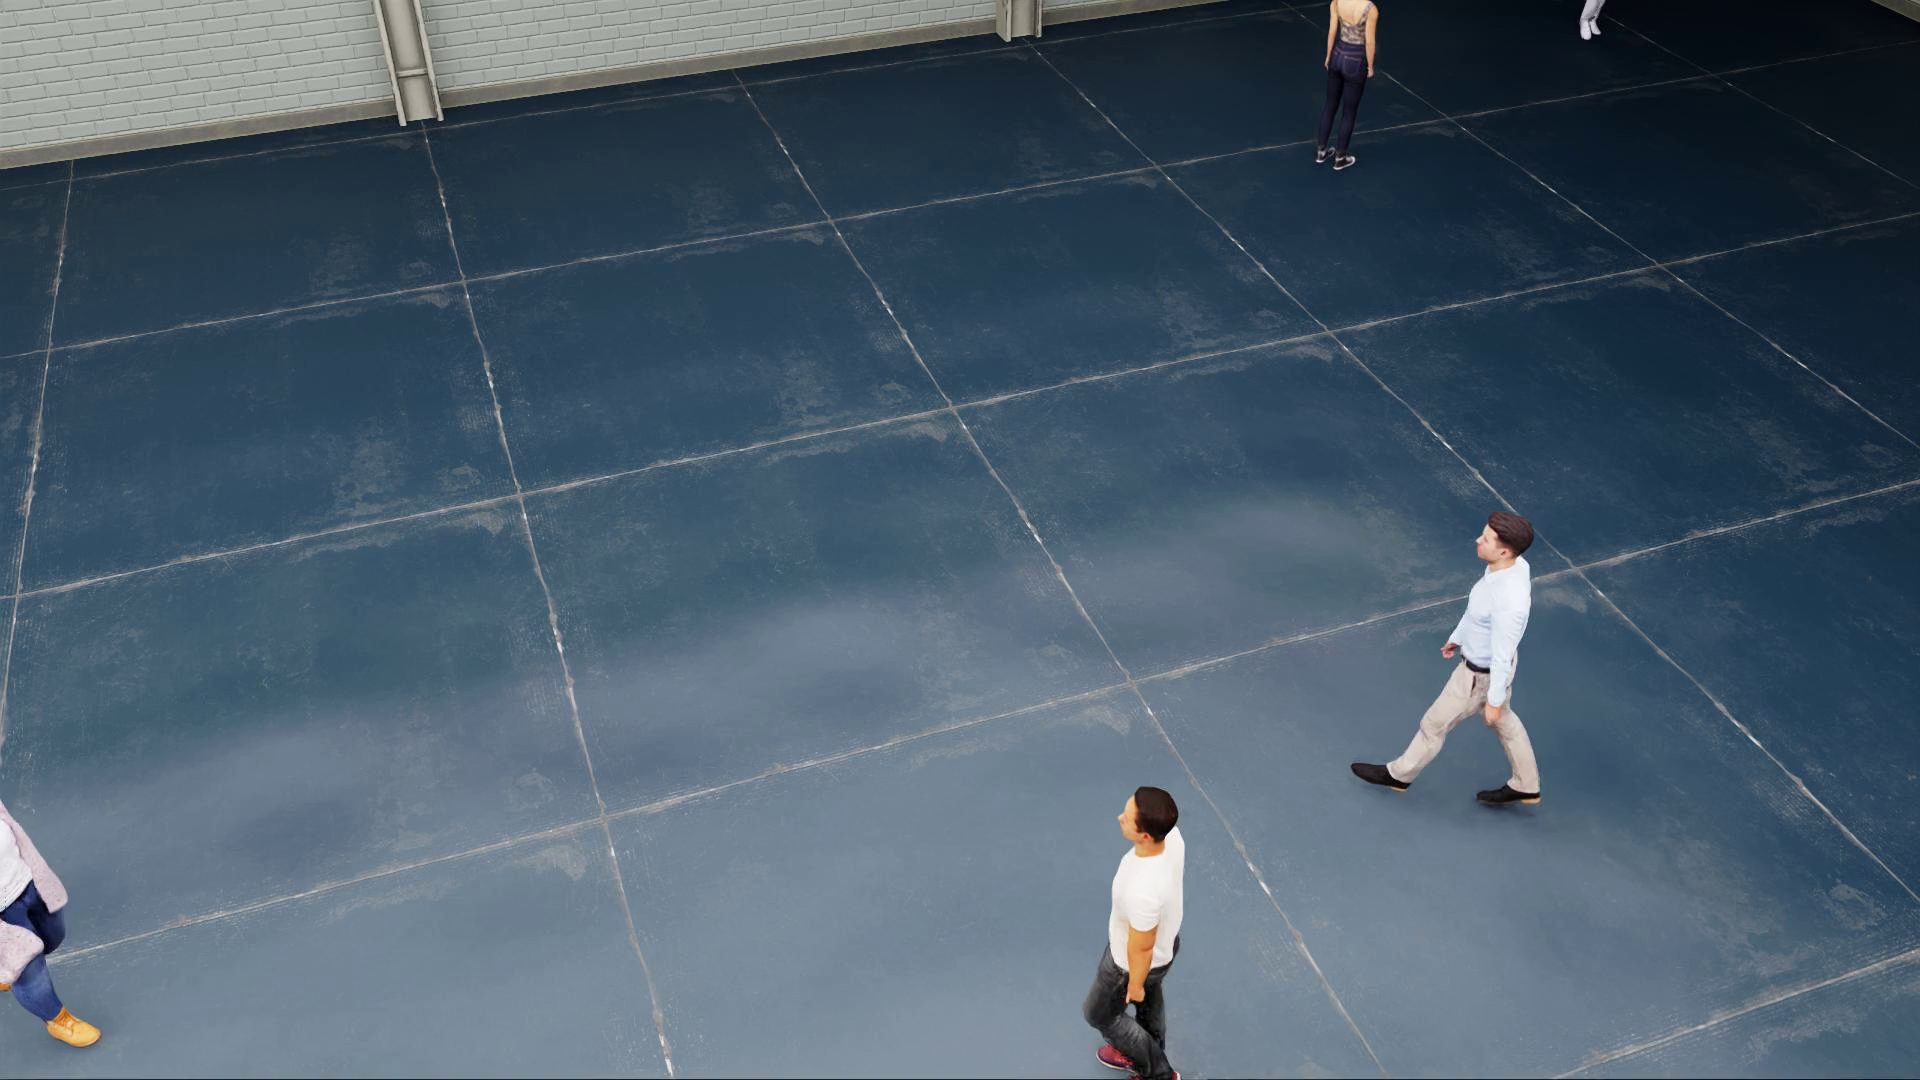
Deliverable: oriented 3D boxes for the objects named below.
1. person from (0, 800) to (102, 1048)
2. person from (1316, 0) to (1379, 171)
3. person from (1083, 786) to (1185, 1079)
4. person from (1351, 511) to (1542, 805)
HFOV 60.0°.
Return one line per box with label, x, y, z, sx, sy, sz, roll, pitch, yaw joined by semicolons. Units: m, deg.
person;-4.193;1.526;7.109;1.044;1.727;0.938;8;39;10
person;3.307;-4.031;14.177;0.679;1.770;0.673;30;47;33
person;0.836;1.688;6.848;0.860;1.794;0.806;13;40;16
person;2.654;0.656;8.151;1.270;1.813;1.127;11;39;14
